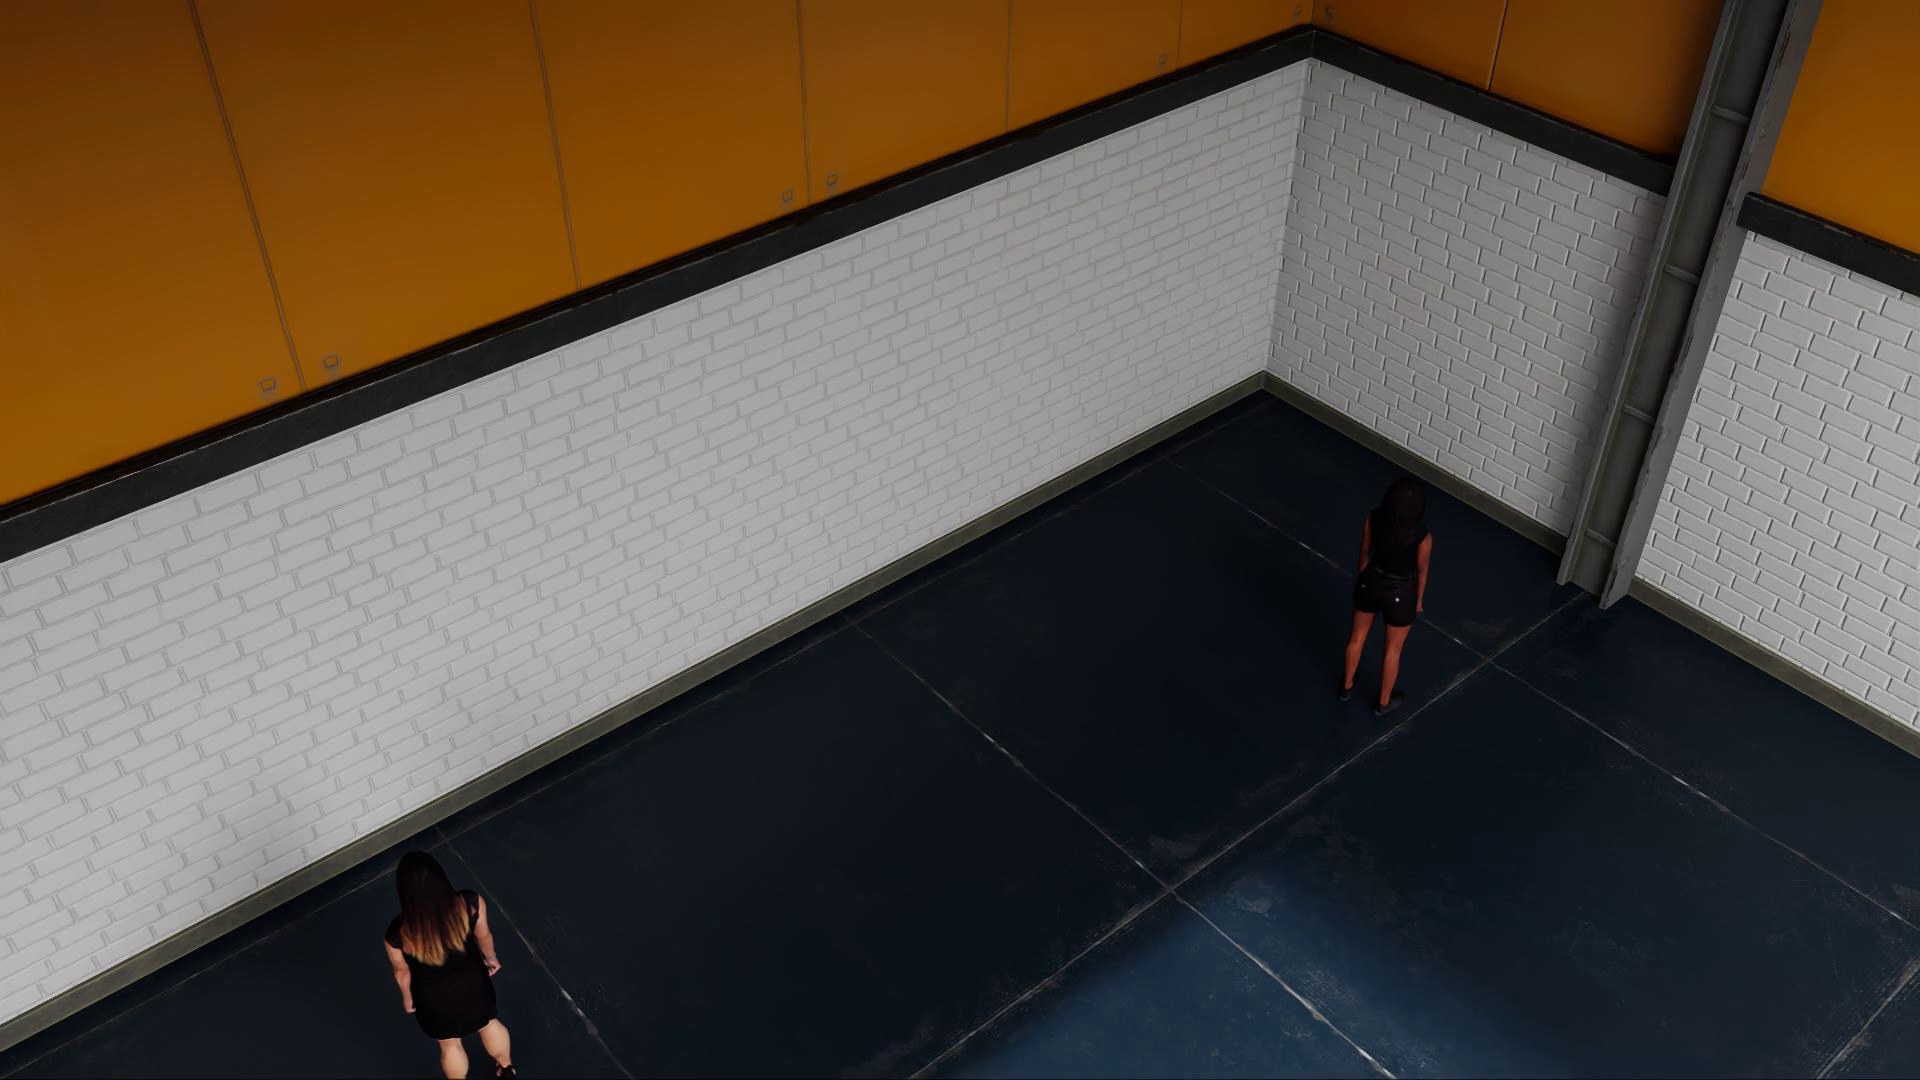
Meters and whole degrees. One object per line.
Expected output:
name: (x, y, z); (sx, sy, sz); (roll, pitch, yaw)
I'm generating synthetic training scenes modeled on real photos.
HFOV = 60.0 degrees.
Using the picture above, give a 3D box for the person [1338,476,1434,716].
person: (2.611, 0.332, 10.189); (0.520, 1.741, 0.701); (25, 45, 28)

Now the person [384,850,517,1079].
person: (-2.425, 2.137, 7.952); (0.626, 1.712, 0.590); (-26, 45, -29)
